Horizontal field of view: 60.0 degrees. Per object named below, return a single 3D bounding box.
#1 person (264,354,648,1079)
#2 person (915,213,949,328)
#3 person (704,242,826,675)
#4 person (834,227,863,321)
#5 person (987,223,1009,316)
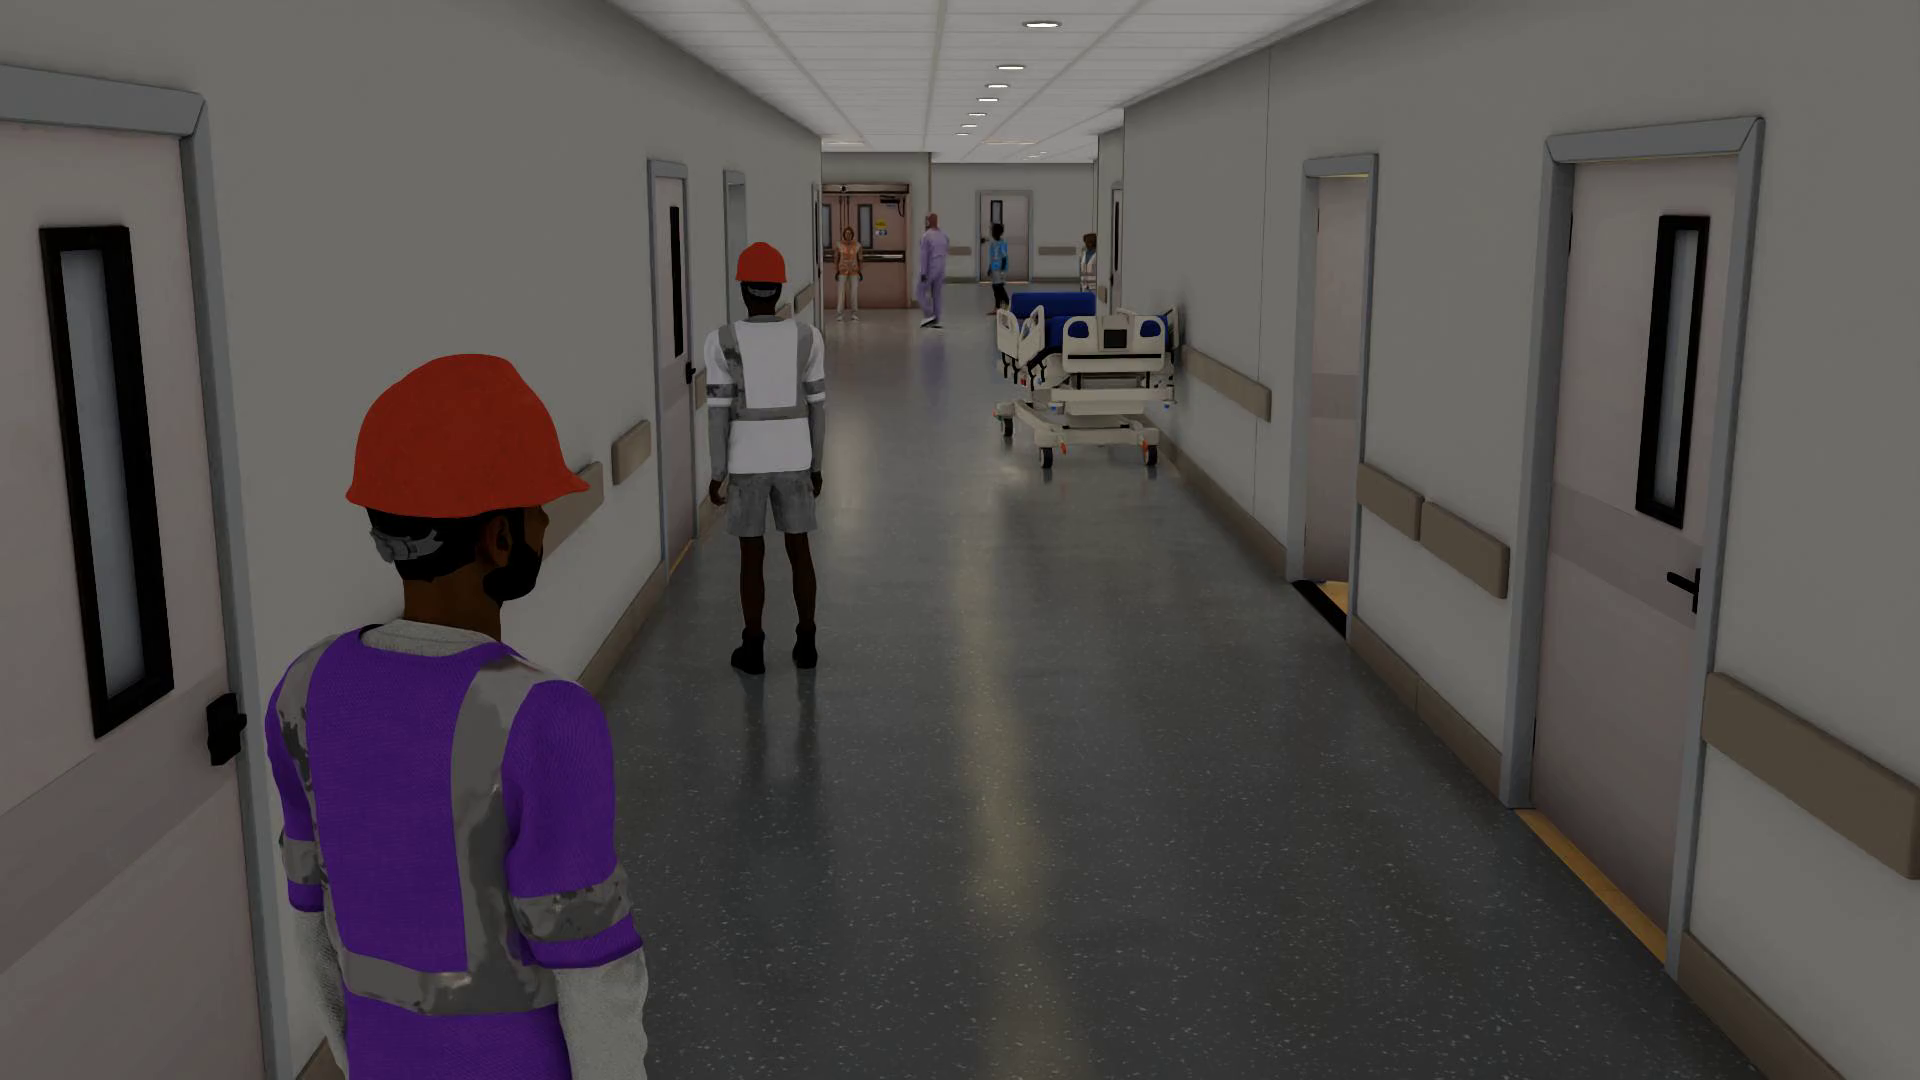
[{"bbox_3d":[-0.614,0.728,2.197,0.542,1.939,0.361,6,13,28],"label":"person"},{"bbox_3d":[-0.488,-4.469,27.637,0.454,1.885,0.659,11,16,43],"label":"person"},{"bbox_3d":[-0.875,-0.359,7.501,0.545,1.939,0.373,-4,12,-17],"label":"person"},{"bbox_3d":[-1.966,-4.689,29.320,0.514,1.642,0.314,-2,12,-10],"label":"person"},{"bbox_3d":[0.734,-4.958,30.553,0.402,1.679,0.578,-5,13,-24],"label":"person"}]
